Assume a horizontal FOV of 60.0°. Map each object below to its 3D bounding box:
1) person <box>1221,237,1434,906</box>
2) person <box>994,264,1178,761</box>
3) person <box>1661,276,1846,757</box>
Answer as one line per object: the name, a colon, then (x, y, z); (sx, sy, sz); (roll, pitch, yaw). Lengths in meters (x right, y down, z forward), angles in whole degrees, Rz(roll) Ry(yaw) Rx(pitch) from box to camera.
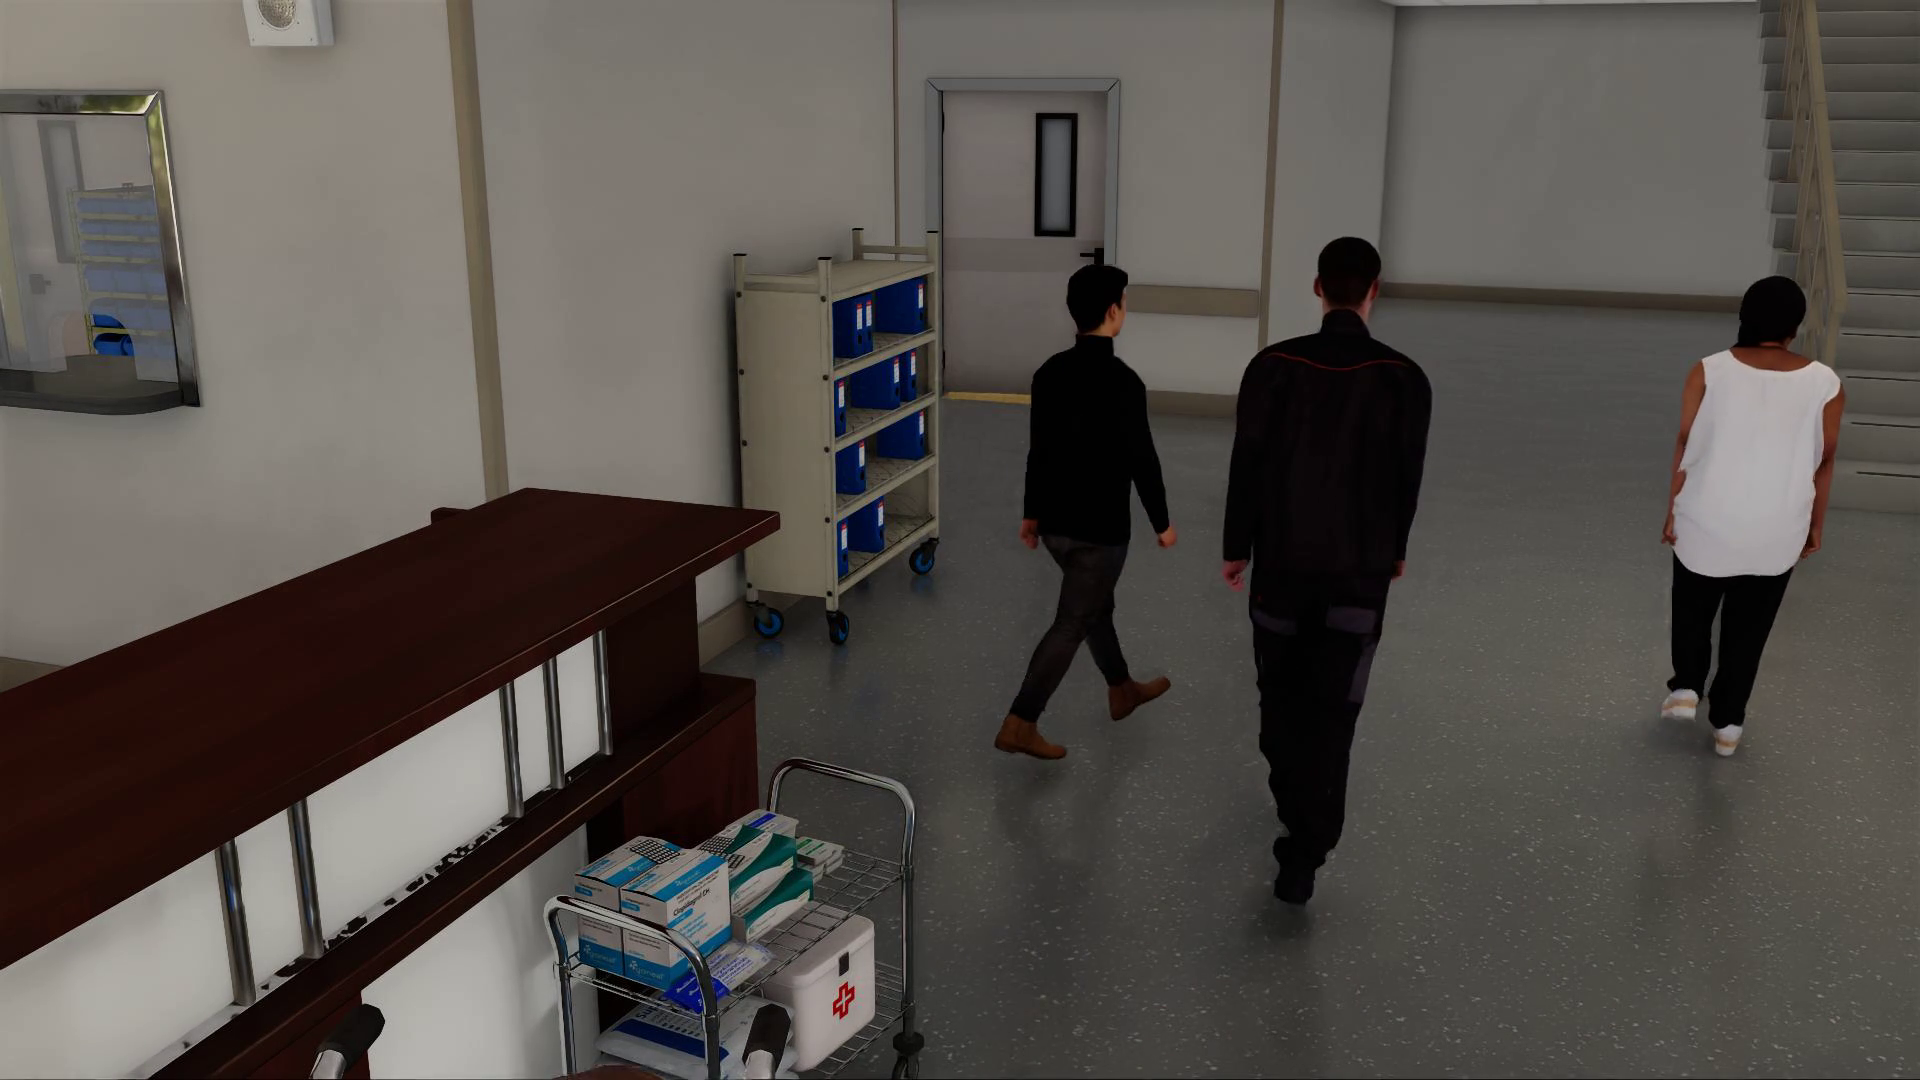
person: (1.023, 0.123, 4.754); (0.733, 1.868, 1.234); (6, 17, 19)
person: (0.375, -0.054, 5.717); (1.206, 1.687, 1.061); (-10, 19, -32)
person: (2.688, -0.061, 5.767); (0.691, 1.673, 0.652); (6, 17, 22)
